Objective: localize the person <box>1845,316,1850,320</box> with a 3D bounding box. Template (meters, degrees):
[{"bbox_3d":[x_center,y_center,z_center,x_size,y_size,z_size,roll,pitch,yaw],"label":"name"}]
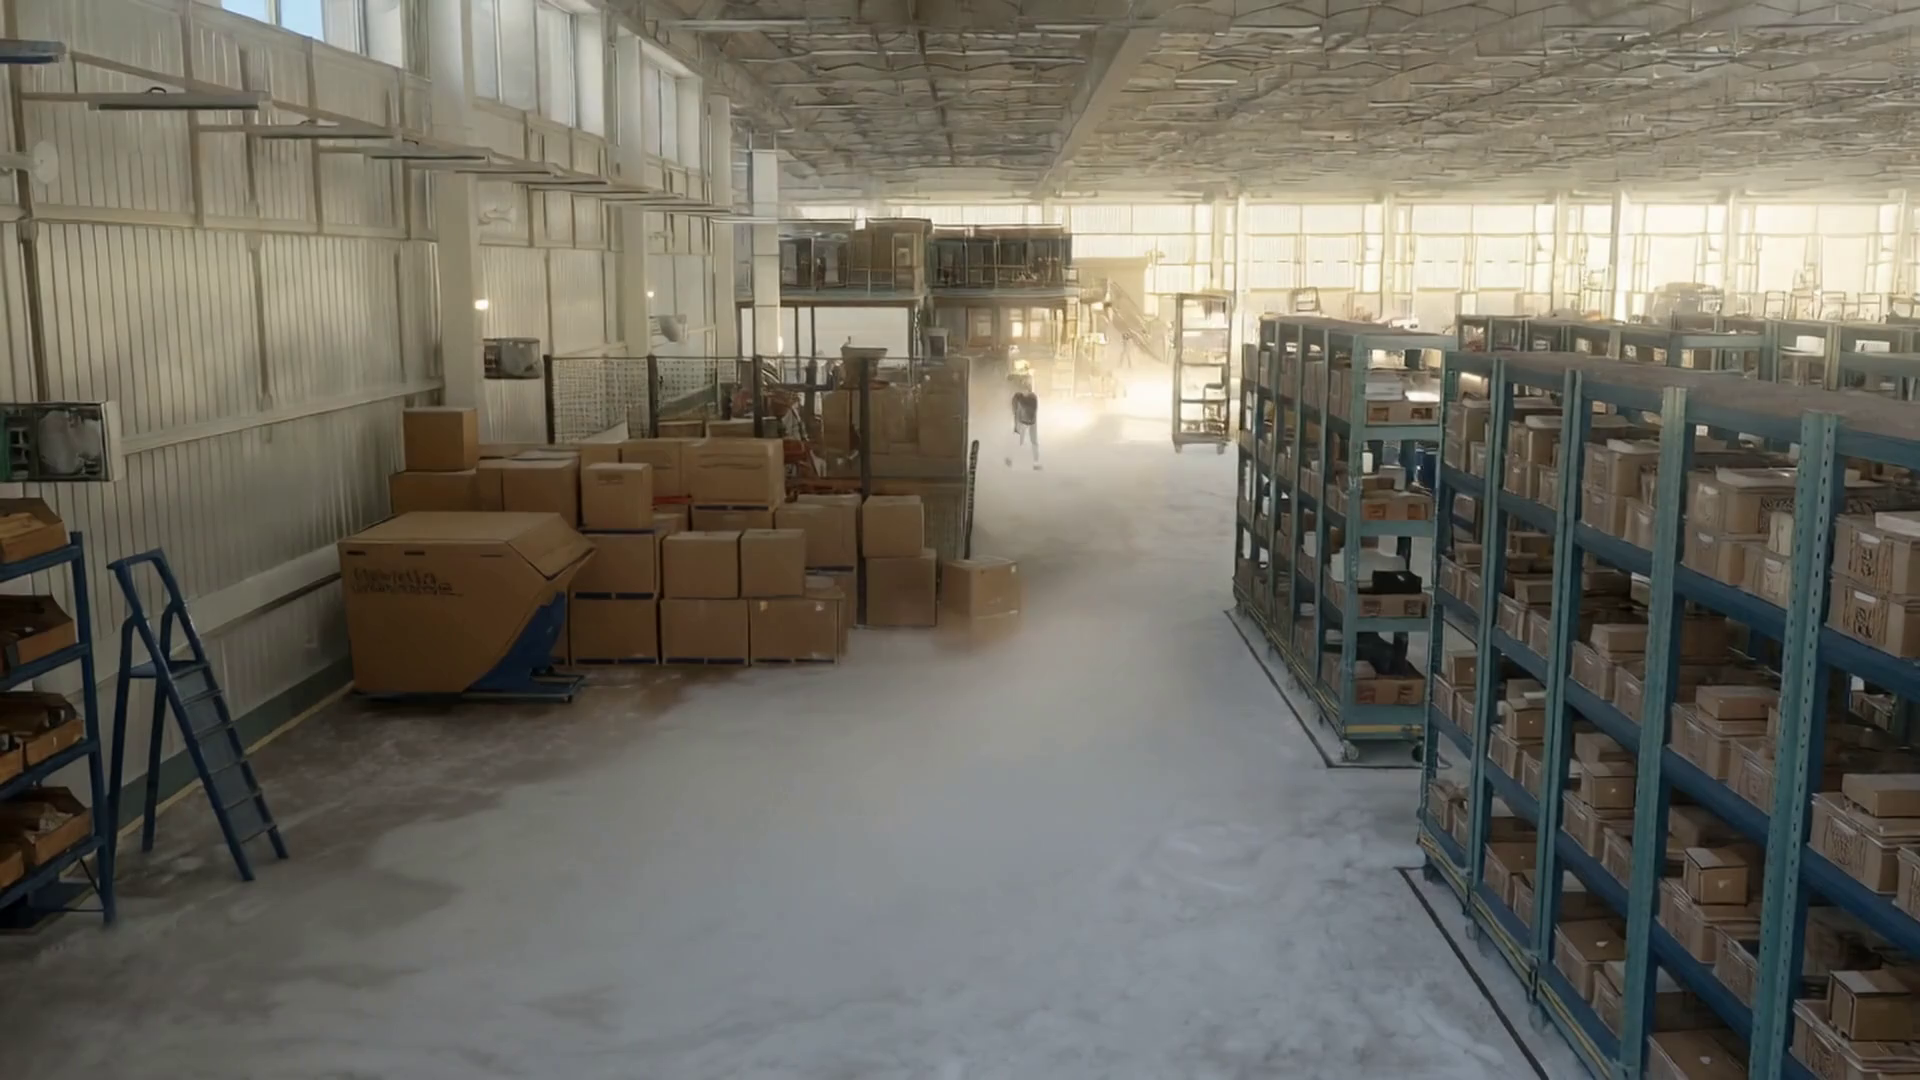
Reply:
[{"bbox_3d":[43.909,-10.172,82.409,1.050,1.865,0.596,0,9,-2],"label":"person"}]

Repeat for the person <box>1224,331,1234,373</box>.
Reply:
[{"bbox_3d":[10.784,-7.534,66.541,0.565,1.751,0.545,3,10,19],"label":"person"}]

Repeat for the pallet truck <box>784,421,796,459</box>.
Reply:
[{"bbox_3d":[-4.013,-1.793,32.705,1.601,1.201,0.680,0,9,1],"label":"pallet truck"}]

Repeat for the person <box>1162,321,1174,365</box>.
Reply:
[{"bbox_3d":[9.026,-8.541,72.082,0.600,1.959,0.383,-3,10,-20],"label":"person"}]

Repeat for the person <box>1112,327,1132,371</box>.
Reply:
[{"bbox_3d":[6.699,-7.845,68.291,0.959,1.793,0.513,-6,11,-32],"label":"person"}]

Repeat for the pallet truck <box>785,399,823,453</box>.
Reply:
[{"bbox_3d":[-3.814,-2.432,36.419,1.630,1.274,0.653,0,9,1],"label":"pallet truck"}]

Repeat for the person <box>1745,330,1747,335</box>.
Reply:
[{"bbox_3d":[38.047,-9.955,81.174,0.429,1.843,0.627,-7,12,-37],"label":"person"}]

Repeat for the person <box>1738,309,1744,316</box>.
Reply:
[{"bbox_3d":[44.257,-12.127,94.296,0.542,1.929,0.374,-2,9,-14],"label":"person"}]

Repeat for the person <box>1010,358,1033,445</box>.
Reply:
[{"bbox_3d":[1.430,-3.264,39.272,0.615,2.040,0.391,7,12,37],"label":"person"}]

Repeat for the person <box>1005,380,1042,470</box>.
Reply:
[{"bbox_3d":[1.306,-2.407,34.545,0.654,1.871,0.951,-7,11,-36],"label":"person"}]

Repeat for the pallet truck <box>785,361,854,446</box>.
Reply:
[{"bbox_3d":[-3.410,-3.193,38.978,1.885,1.965,0.823,0,9,-1],"label":"pallet truck"}]

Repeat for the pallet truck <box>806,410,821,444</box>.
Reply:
[{"bbox_3d":[-3.559,-2.018,33.905,1.522,1.261,0.704,0,9,-1],"label":"pallet truck"}]

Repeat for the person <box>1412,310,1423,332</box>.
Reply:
[{"bbox_3d":[24.792,-11.469,90.177,0.602,1.949,0.387,2,9,9],"label":"person"}]

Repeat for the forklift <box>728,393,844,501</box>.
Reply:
[{"bbox_3d":[-2.979,-1.316,26.476,2.680,1.987,1.157,0,9,1],"label":"forklift"}]

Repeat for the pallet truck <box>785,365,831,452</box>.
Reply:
[{"bbox_3d":[-3.774,-2.976,37.635,1.885,1.965,0.823,1,9,5],"label":"pallet truck"}]

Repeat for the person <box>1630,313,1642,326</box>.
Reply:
[{"bbox_3d":[34.656,-10.671,85.288,0.353,1.937,0.635,-8,12,-42],"label":"person"}]

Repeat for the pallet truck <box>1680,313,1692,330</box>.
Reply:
[{"bbox_3d":[36.315,-10.531,84.244,0.823,1.965,1.885,-6,11,-33],"label":"pallet truck"}]

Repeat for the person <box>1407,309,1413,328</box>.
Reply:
[{"bbox_3d":[25.589,-12.173,94.617,0.395,1.920,0.584,5,11,29],"label":"person"}]

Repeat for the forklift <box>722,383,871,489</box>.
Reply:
[{"bbox_3d":[-2.893,-1.687,28.729,2.680,1.987,1.157,0,9,-1],"label":"forklift"}]

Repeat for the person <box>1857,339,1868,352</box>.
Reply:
[{"bbox_3d":[31.636,-6.199,58.162,0.815,1.805,0.588,6,11,31],"label":"person"}]
